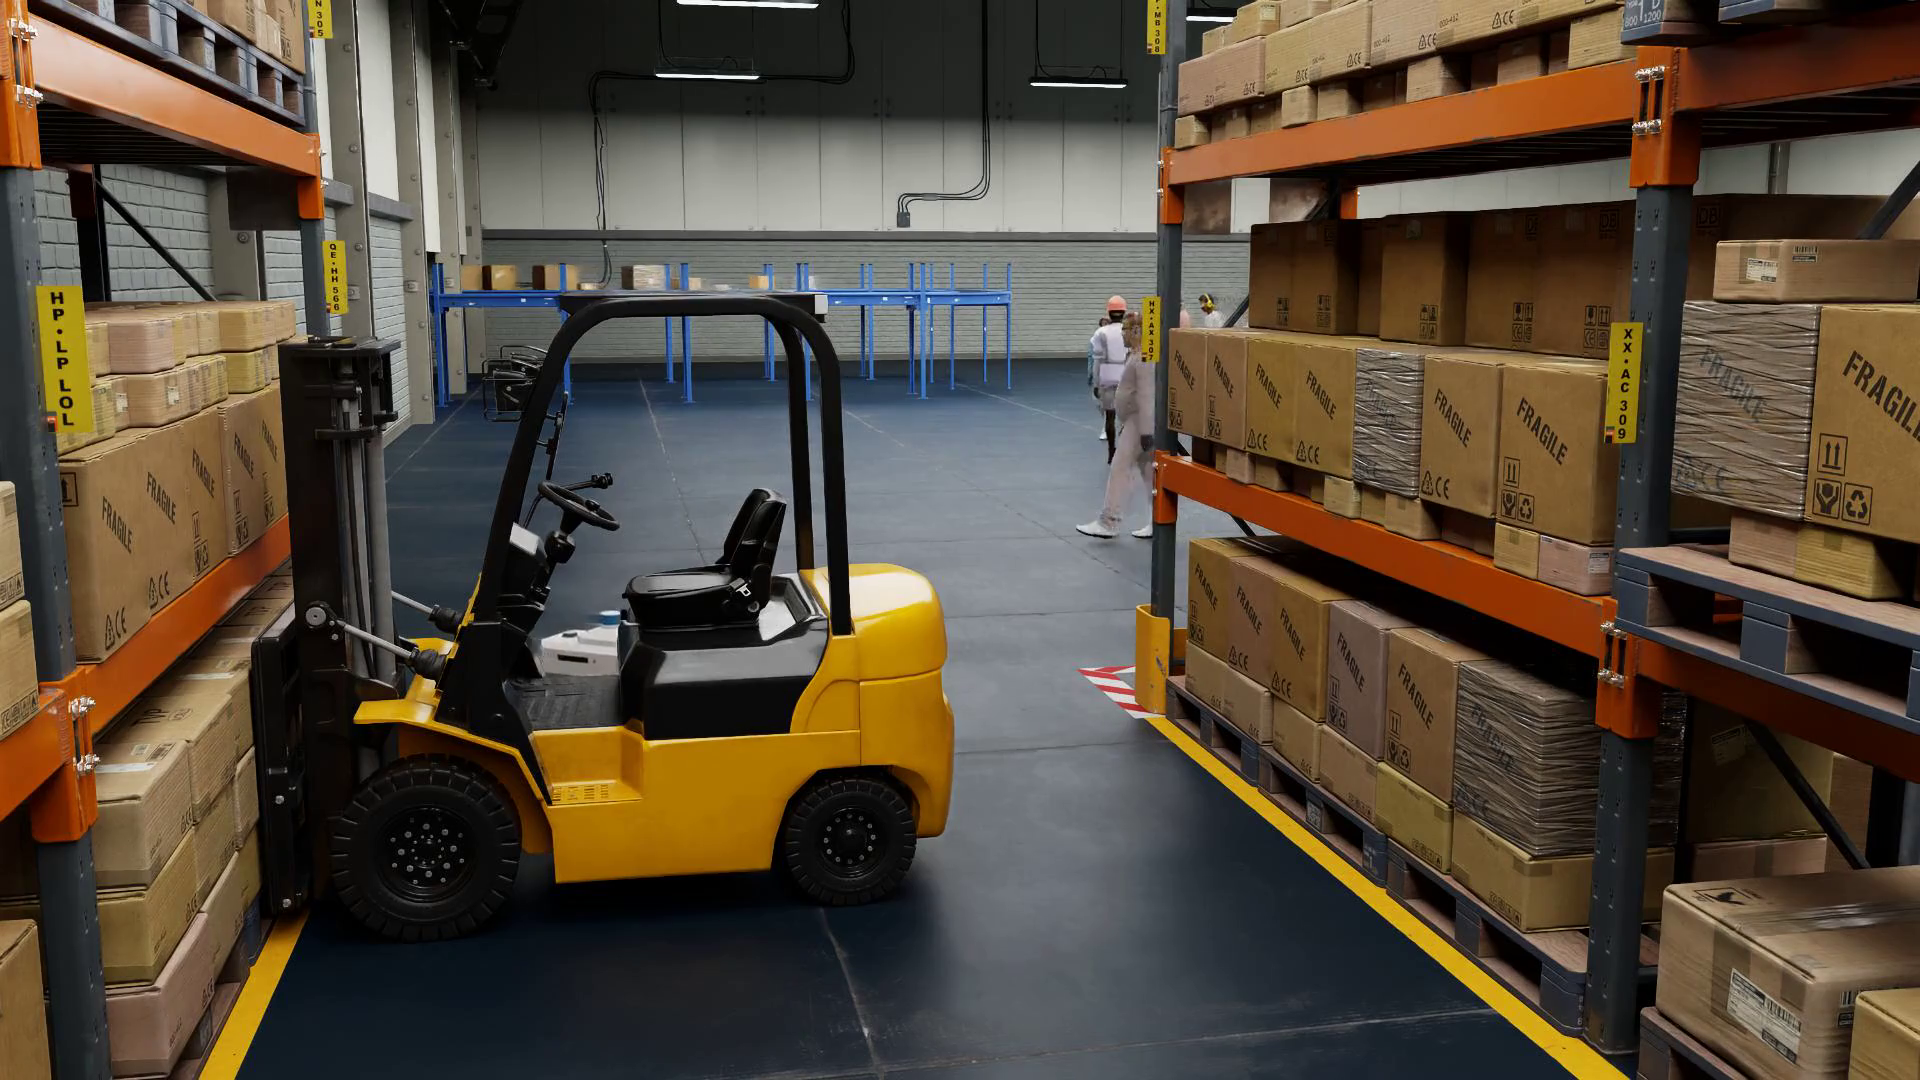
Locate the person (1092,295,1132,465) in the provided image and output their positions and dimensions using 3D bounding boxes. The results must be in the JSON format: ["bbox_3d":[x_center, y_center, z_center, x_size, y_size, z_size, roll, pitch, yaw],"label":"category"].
[{"bbox_3d":[1.793,-1.833,19.058,0.566,1.926,0.399,0,9,2],"label":"person"}]

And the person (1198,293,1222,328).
[{"bbox_3d":[3.964,-2.921,25.959,0.488,1.839,0.565,-1,9,-7],"label":"person"}]

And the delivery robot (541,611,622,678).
[{"bbox_3d":[-1.725,0.596,8.274,0.707,0.478,0.477,4,10,23],"label":"delivery robot"}]

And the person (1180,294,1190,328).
[{"bbox_3d":[3.257,-2.790,25.099,0.394,1.876,0.783,1,9,4],"label":"person"}]

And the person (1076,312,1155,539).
[{"bbox_3d":[1.352,-0.939,13.766,0.873,1.872,0.683,2,9,9],"label":"person"}]

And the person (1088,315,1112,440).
[{"bbox_3d":[1.947,-2.148,21.895,0.528,1.619,0.586,5,10,26],"label":"person"}]

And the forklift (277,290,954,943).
[{"bbox_3d":[-1.179,0.175,6.143,2.313,2.155,1.214,-2,10,-12],"label":"forklift"}]
